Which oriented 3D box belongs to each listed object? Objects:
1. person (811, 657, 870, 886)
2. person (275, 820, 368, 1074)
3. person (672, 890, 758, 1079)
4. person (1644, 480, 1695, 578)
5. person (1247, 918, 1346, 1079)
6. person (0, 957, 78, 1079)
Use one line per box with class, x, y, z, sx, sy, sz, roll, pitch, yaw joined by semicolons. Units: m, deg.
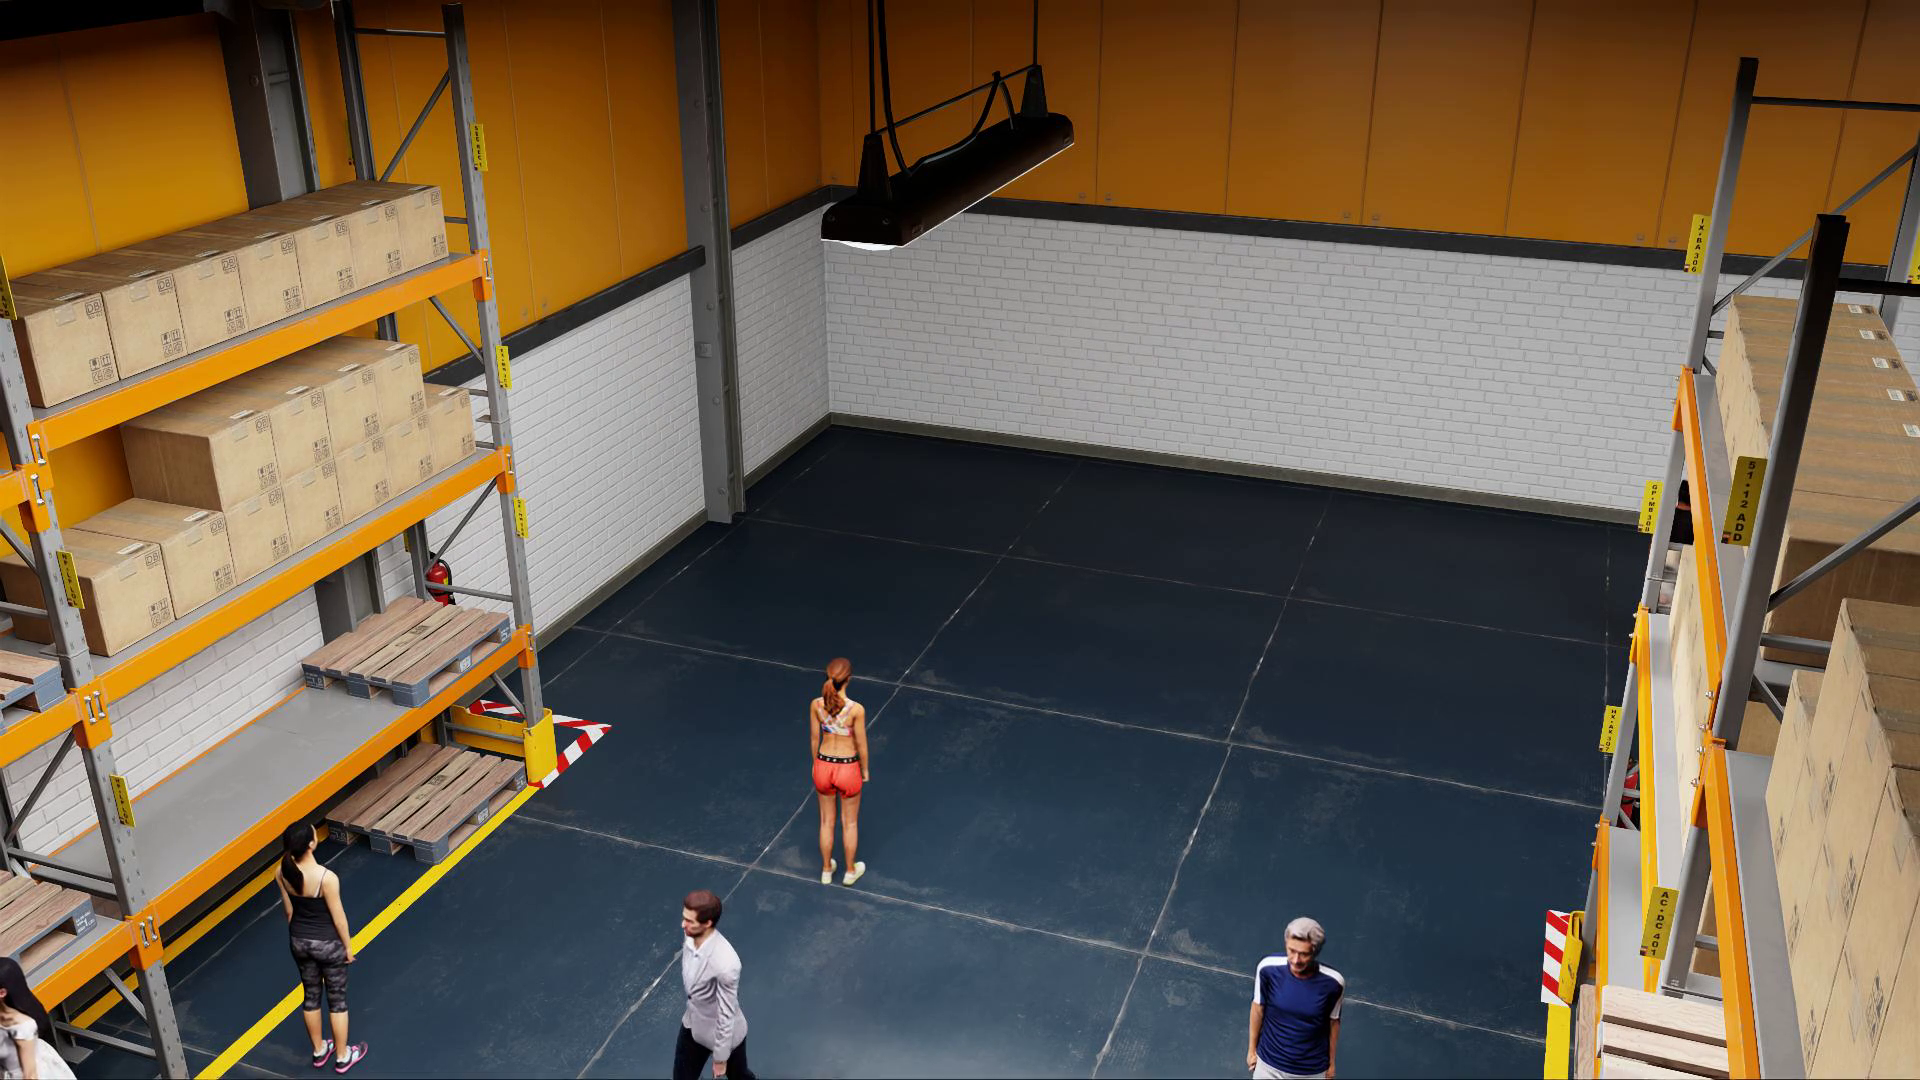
person;-0.871;1.669;11.876;0.590;1.783;0.549;5;24;11
person;-3.917;2.472;10.117;0.587;1.721;0.575;4;24;10
person;-1.310;2.726;9.412;1.211;1.820;1.053;-18;29;-35
person;6.461;0.285;15.076;0.682;1.756;0.625;16;28;32
person;1.833;2.830;9.154;0.638;1.836;0.537;7;25;15
person;-4.941;2.971;8.915;0.815;1.769;0.782;-16;28;-33
